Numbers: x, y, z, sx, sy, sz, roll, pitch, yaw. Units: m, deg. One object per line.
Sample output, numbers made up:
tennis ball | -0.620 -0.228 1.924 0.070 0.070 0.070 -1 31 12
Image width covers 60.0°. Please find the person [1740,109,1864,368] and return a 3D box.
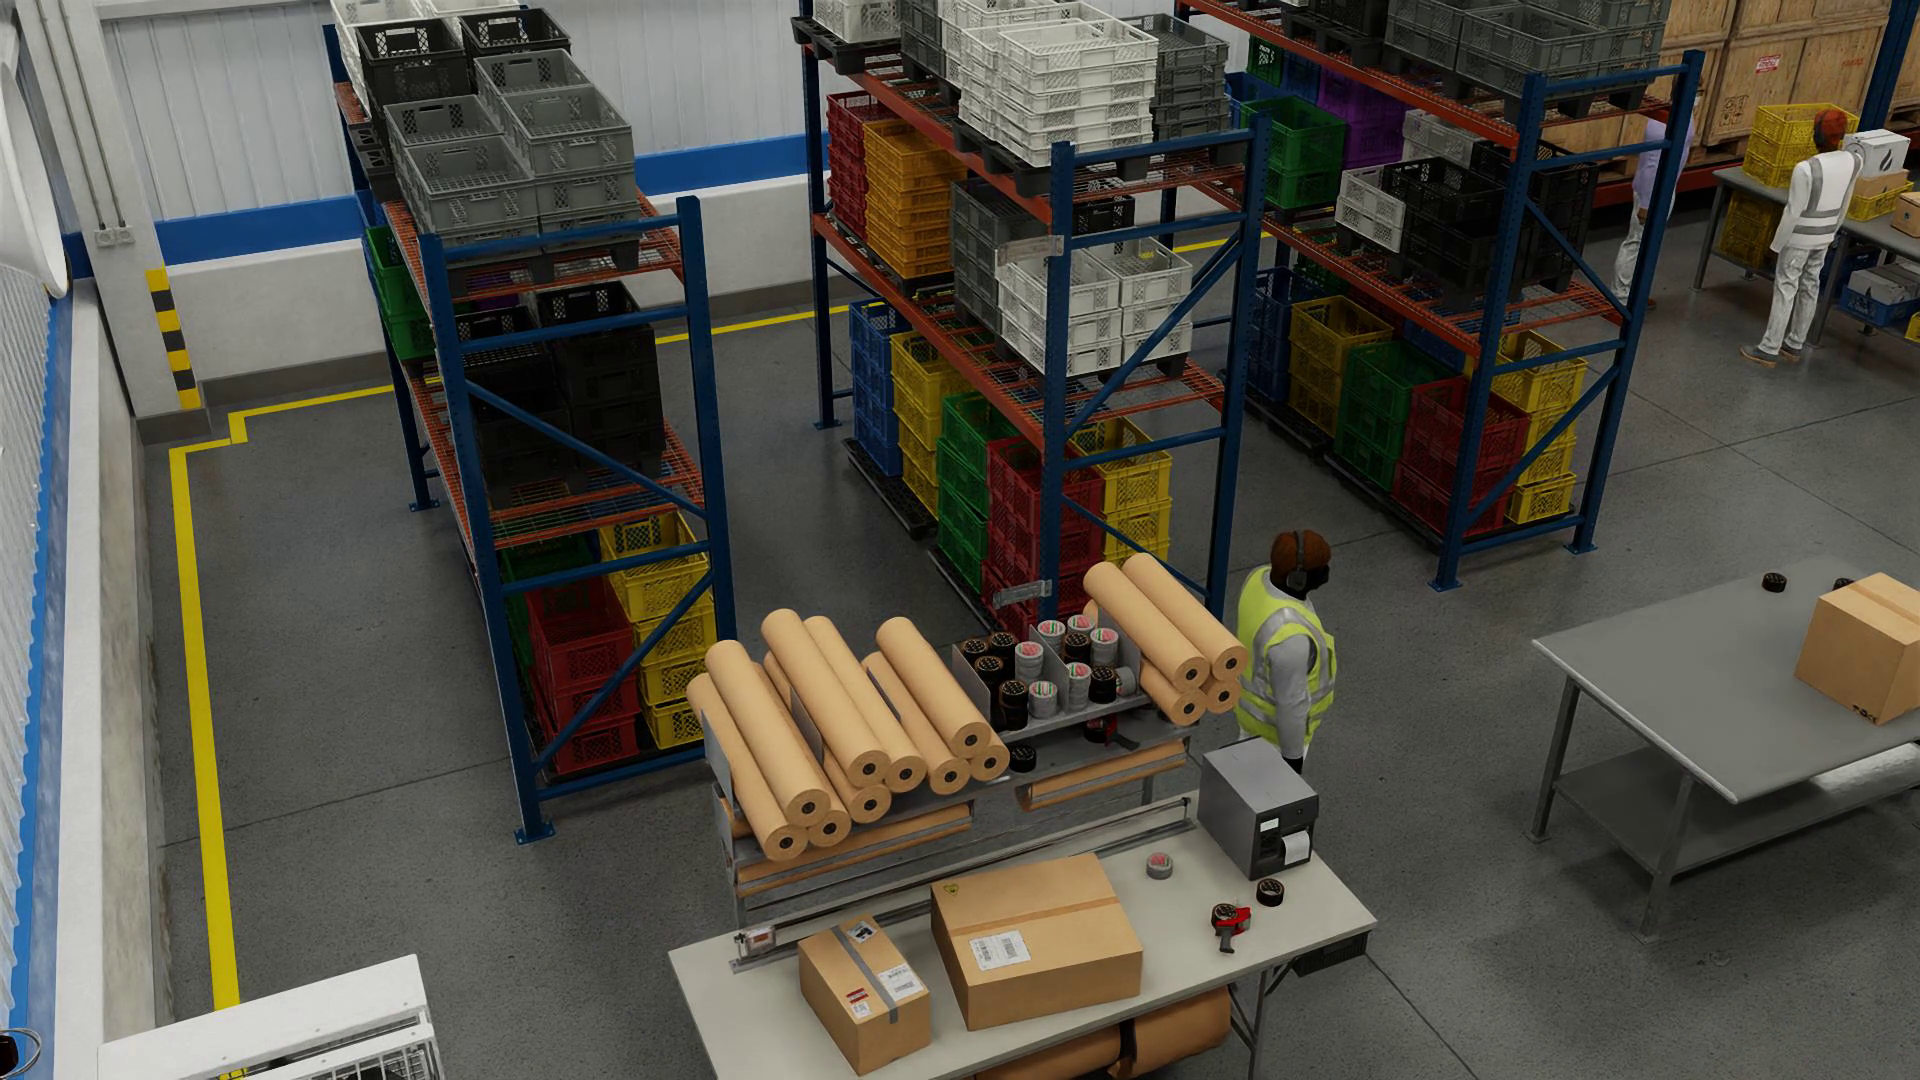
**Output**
person | 6.044 -2.152 11.909 0.573 1.887 0.354 -11 33 -18

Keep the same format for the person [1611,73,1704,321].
person | 5.290 -2.631 12.640 0.350 1.935 0.634 22 38 31

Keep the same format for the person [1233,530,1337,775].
person | 1.390 0.754 7.233 0.429 1.844 0.625 -3 32 -5
